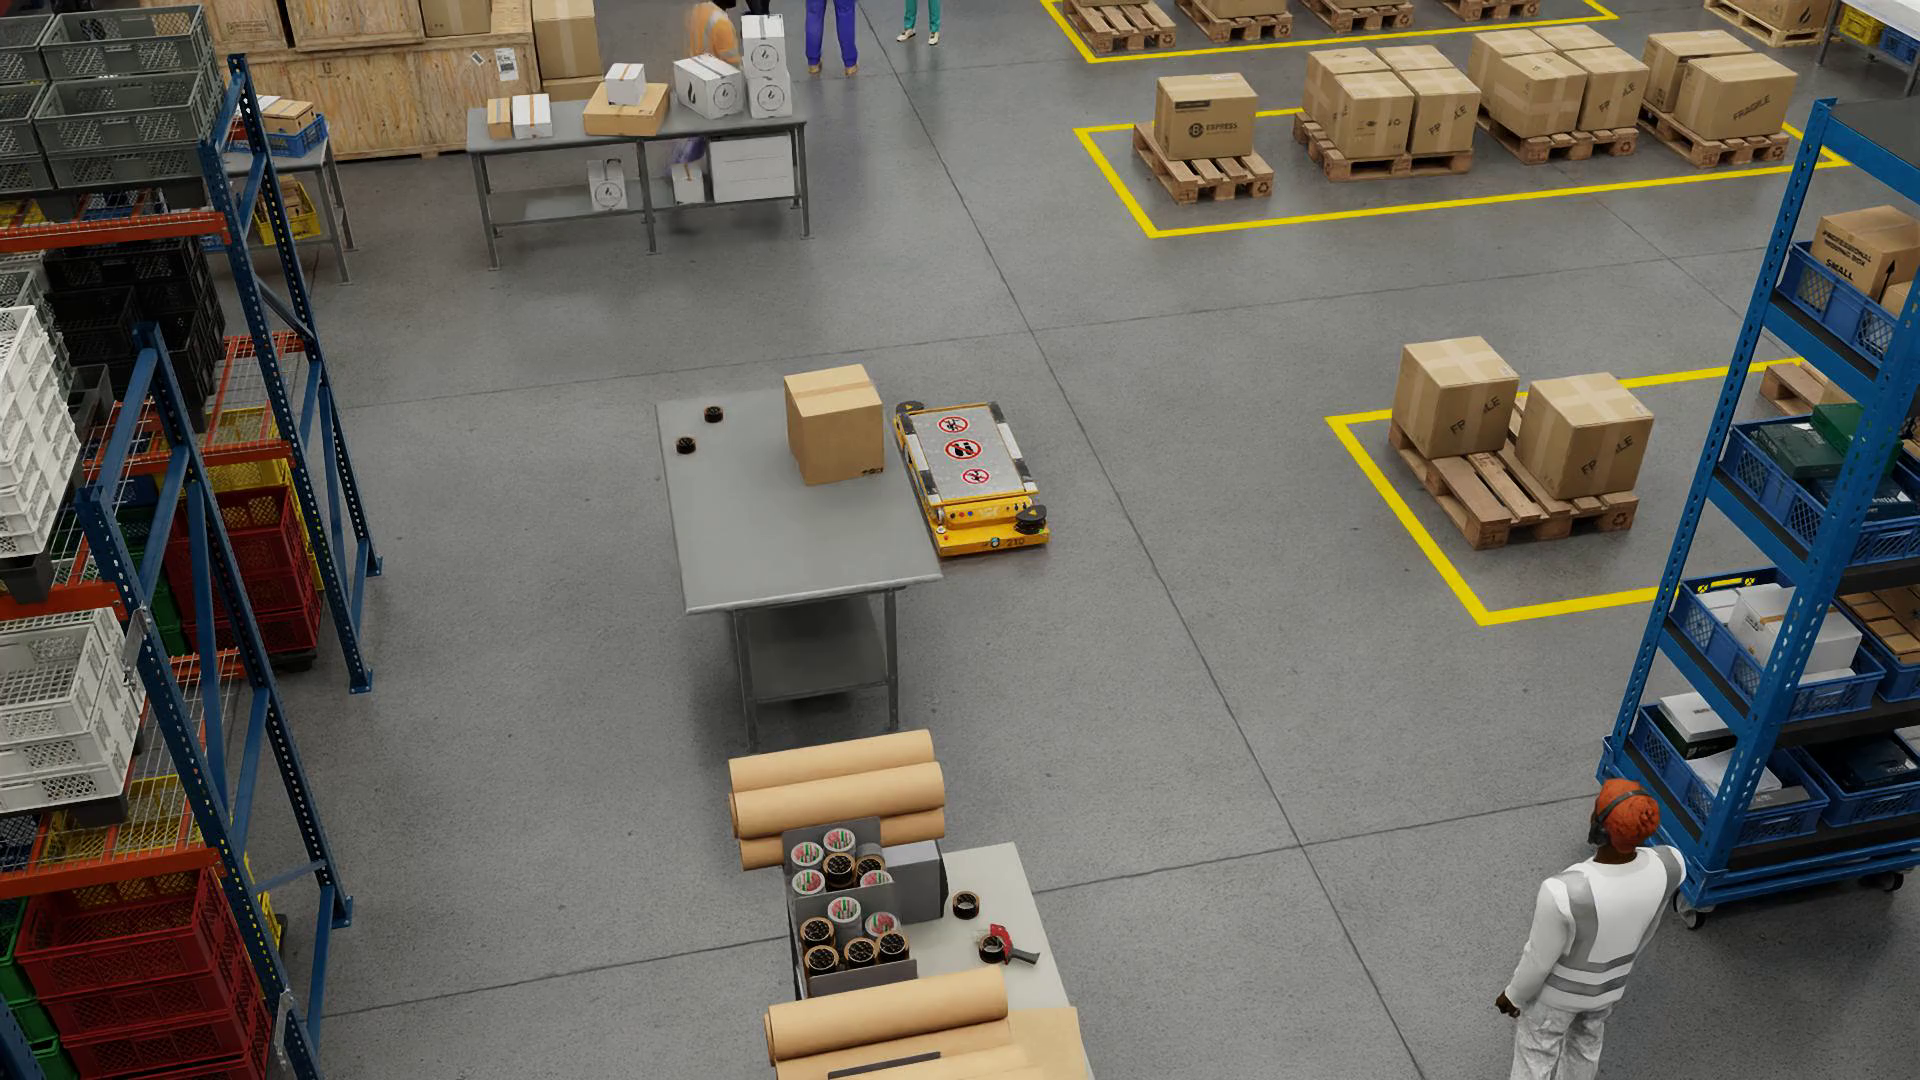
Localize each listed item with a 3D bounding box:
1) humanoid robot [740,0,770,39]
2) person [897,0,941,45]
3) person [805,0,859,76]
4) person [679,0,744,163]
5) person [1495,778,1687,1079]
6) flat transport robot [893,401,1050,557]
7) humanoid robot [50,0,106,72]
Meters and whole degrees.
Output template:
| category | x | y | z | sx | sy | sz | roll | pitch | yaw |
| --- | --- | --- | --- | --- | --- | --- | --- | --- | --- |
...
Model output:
| category | x | y | z | sx | sy | sz | roll | pitch | yaw |
| --- | --- | --- | --- | --- | --- | --- | --- | --- | --- |
| humanoid robot | -1.688 | -4.251 | 14.084 | 0.325 | 1.651 | 0.570 | 0 | 37 | 0 |
| person | -0.381 | -5.631 | 15.866 | 0.524 | 1.768 | 0.307 | 12 | 38 | 15 |
| person | -1.193 | -5.282 | 15.169 | 0.680 | 2.000 | 0.536 | 6 | 37 | 8 |
| person | -1.909 | -3.576 | 13.027 | 1.035 | 1.865 | 0.589 | -7 | 37 | -9 |
| person | 2.235 | 1.584 | 6.074 | 0.574 | 1.882 | 0.356 | -13 | 39 | -17 |
| flat transport robot | 0.046 | -0.430 | 10.108 | 0.652 | 0.197 | 1.431 | -8 | 37 | -10 |
| humanoid robot | -7.280 | -4.047 | 13.813 | 0.336 | 1.649 | 0.571 | 2 | 37 | 2 |
